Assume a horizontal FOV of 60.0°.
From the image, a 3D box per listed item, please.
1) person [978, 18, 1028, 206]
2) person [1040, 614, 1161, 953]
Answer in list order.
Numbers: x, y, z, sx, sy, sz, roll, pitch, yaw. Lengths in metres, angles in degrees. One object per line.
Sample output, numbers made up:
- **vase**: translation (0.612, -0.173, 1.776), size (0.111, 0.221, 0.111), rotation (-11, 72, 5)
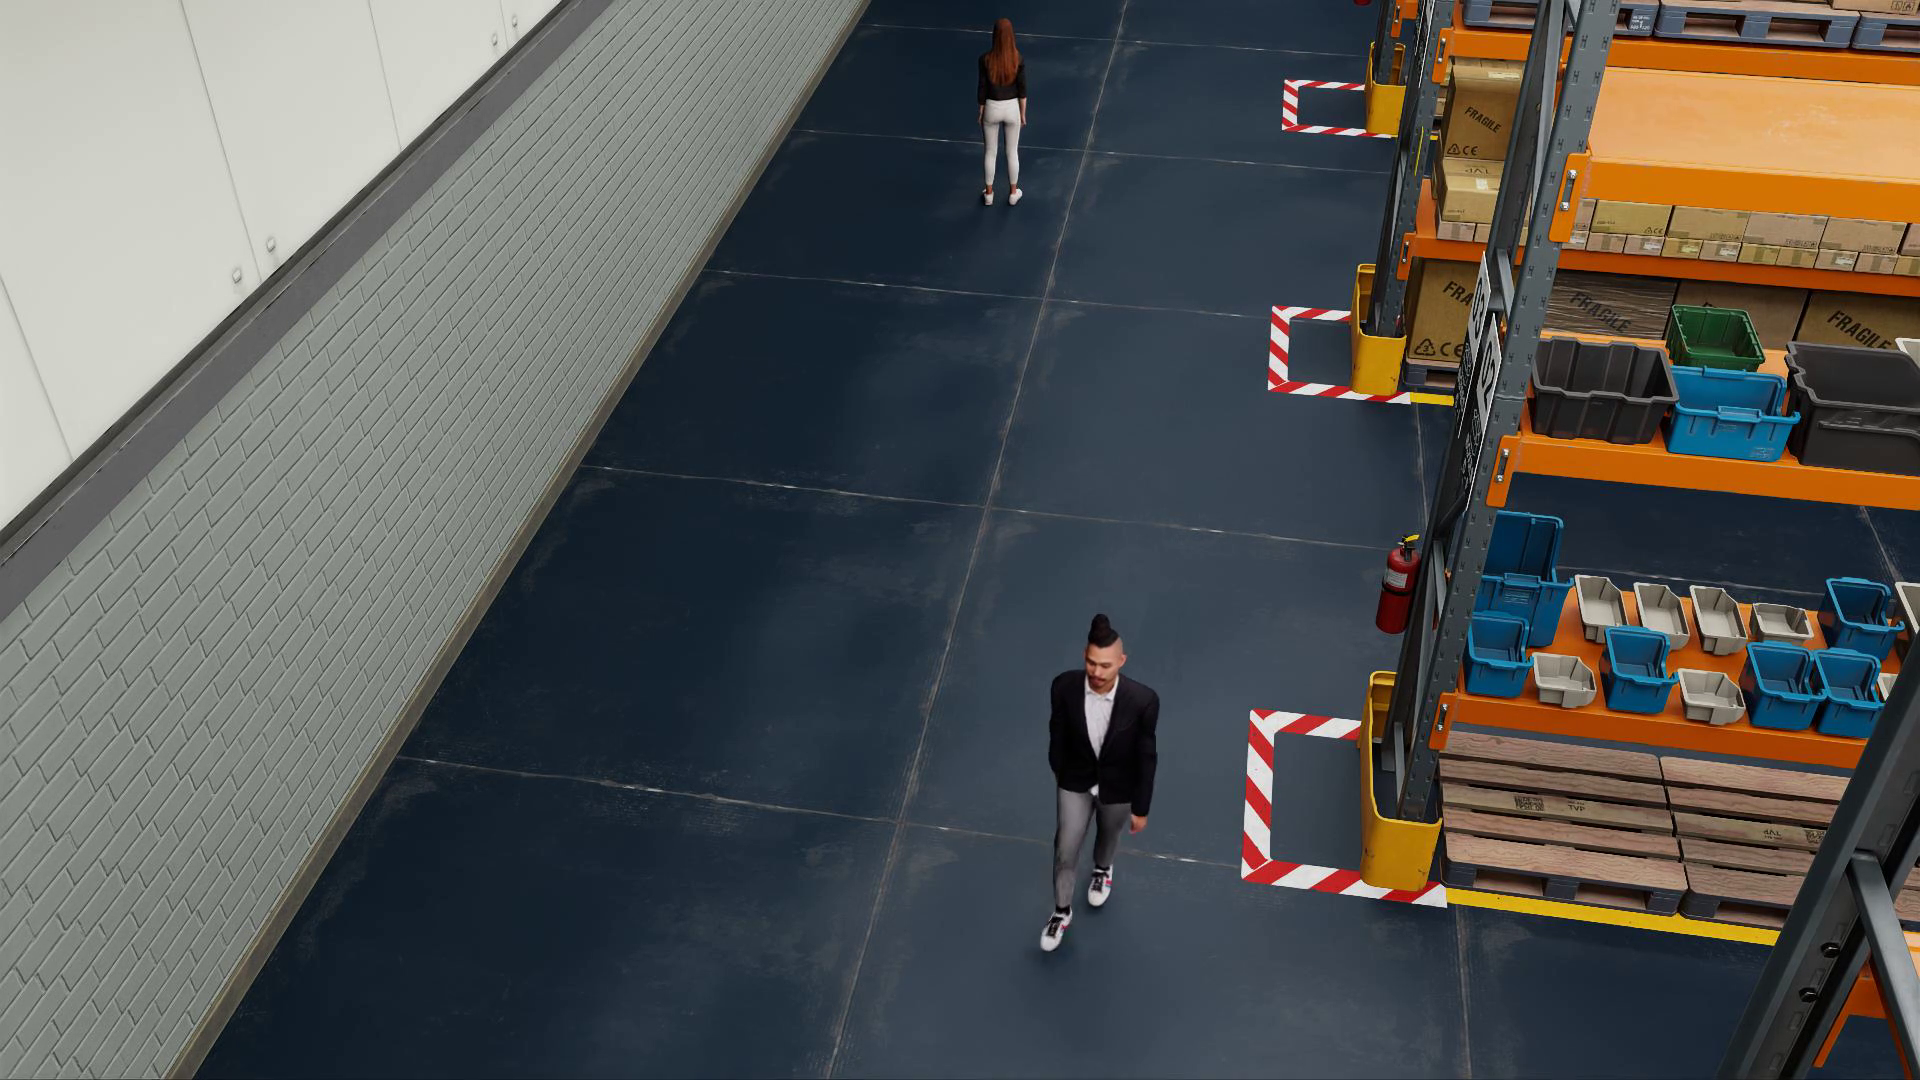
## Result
- **person**: translation (0.371, -3.816, 14.851), size (0.500, 1.704, 0.678), rotation (1, 37, 1)
- **person**: translation (0.722, 1.090, 8.213), size (0.861, 1.927, 0.800), rotation (8, 38, 11)
